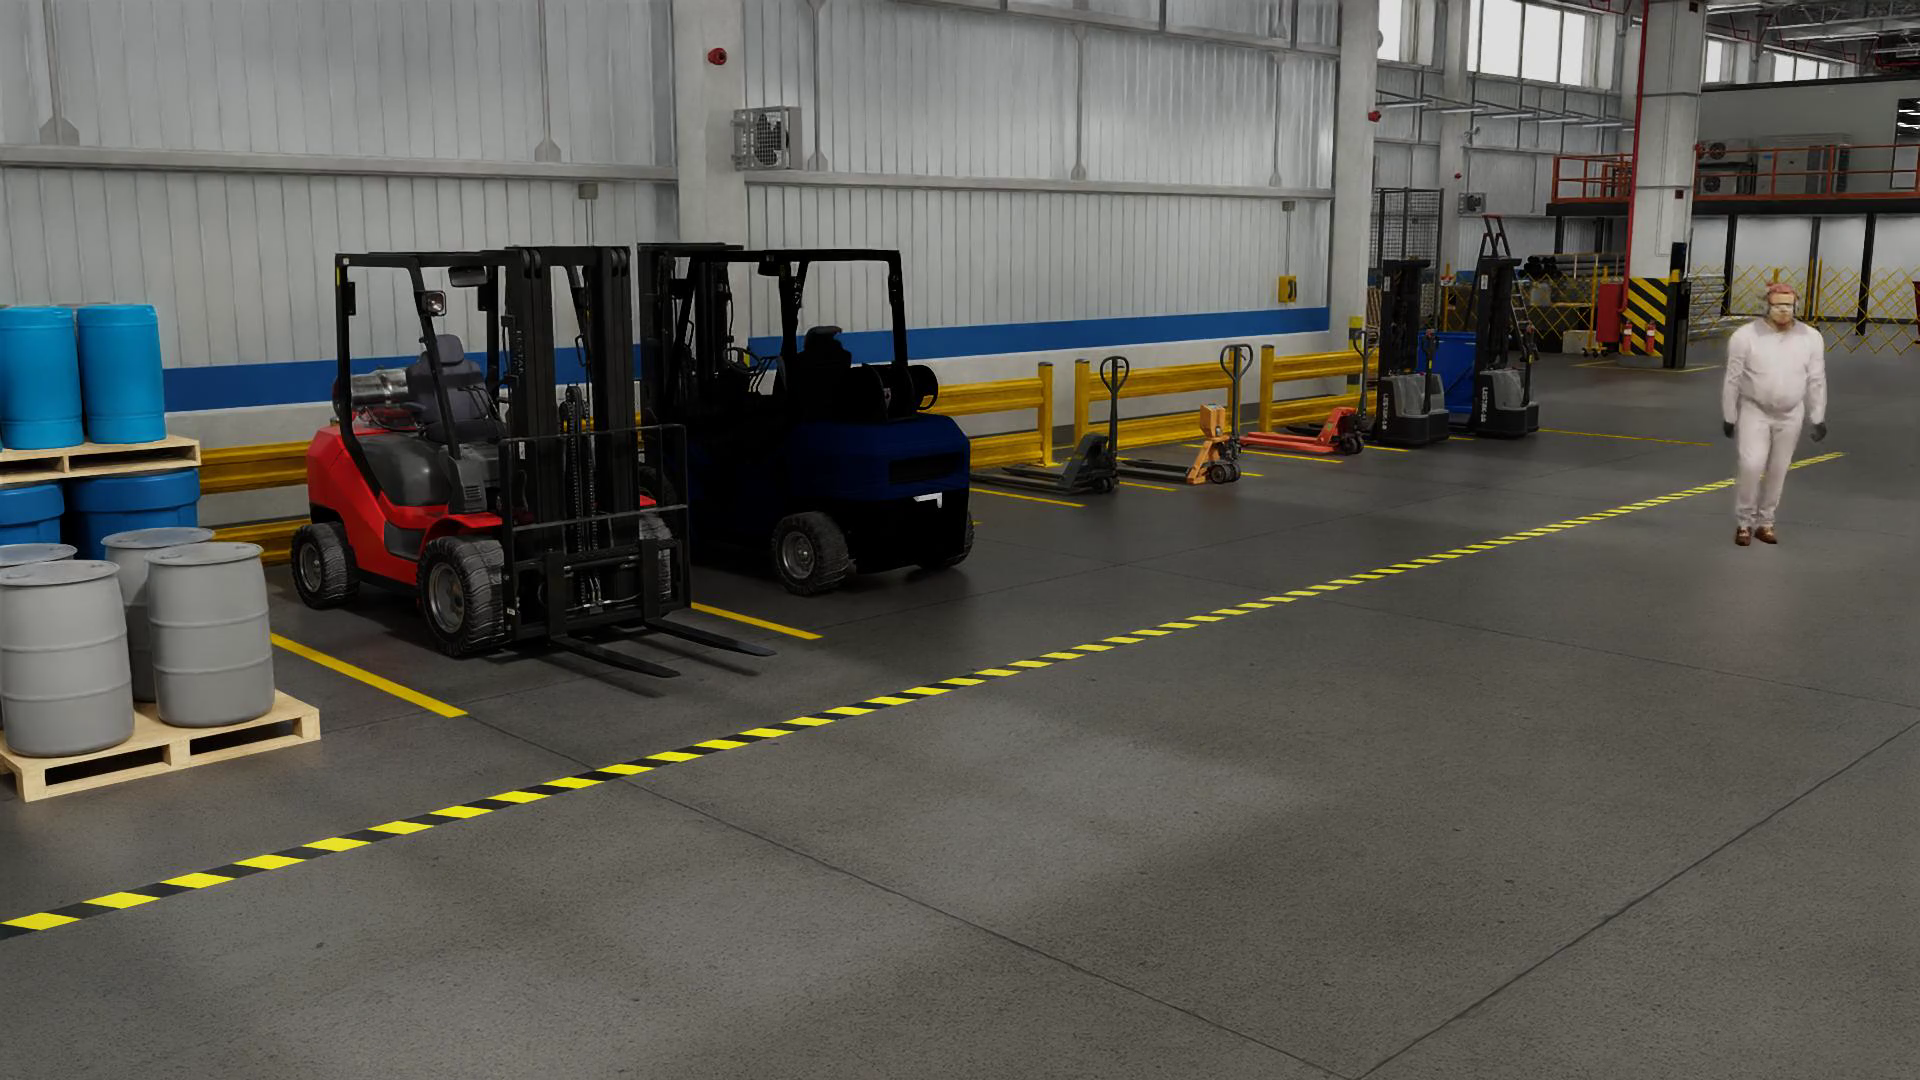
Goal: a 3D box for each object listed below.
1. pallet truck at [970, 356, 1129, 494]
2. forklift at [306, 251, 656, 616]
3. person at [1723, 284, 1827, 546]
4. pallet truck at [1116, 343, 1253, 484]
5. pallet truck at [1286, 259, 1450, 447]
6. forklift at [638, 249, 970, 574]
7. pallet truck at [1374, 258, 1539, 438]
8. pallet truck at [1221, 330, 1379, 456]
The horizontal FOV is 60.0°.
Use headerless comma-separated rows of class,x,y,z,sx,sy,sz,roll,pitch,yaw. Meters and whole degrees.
pallet truck,0.784,-1.085,14.876,0.680,1.201,1.601,-10,14,-44
forklift,-2.833,-0.669,9.694,1.157,1.987,2.680,-10,14,-44
person,5.890,-0.890,12.003,0.662,1.883,0.648,2,11,10
pallet truck,1.962,-1.215,15.415,1.522,1.261,0.704,10,14,43
pallet truck,4.493,-2.078,18.196,0.823,1.965,1.885,-9,14,-40
forklift,-1.173,-0.958,11.239,2.680,1.987,1.157,10,14,43
pallet truck,5.704,-2.208,18.901,1.885,1.965,0.823,10,14,43
pallet truck,3.563,-1.581,17.381,0.653,1.274,1.630,-10,14,-44
